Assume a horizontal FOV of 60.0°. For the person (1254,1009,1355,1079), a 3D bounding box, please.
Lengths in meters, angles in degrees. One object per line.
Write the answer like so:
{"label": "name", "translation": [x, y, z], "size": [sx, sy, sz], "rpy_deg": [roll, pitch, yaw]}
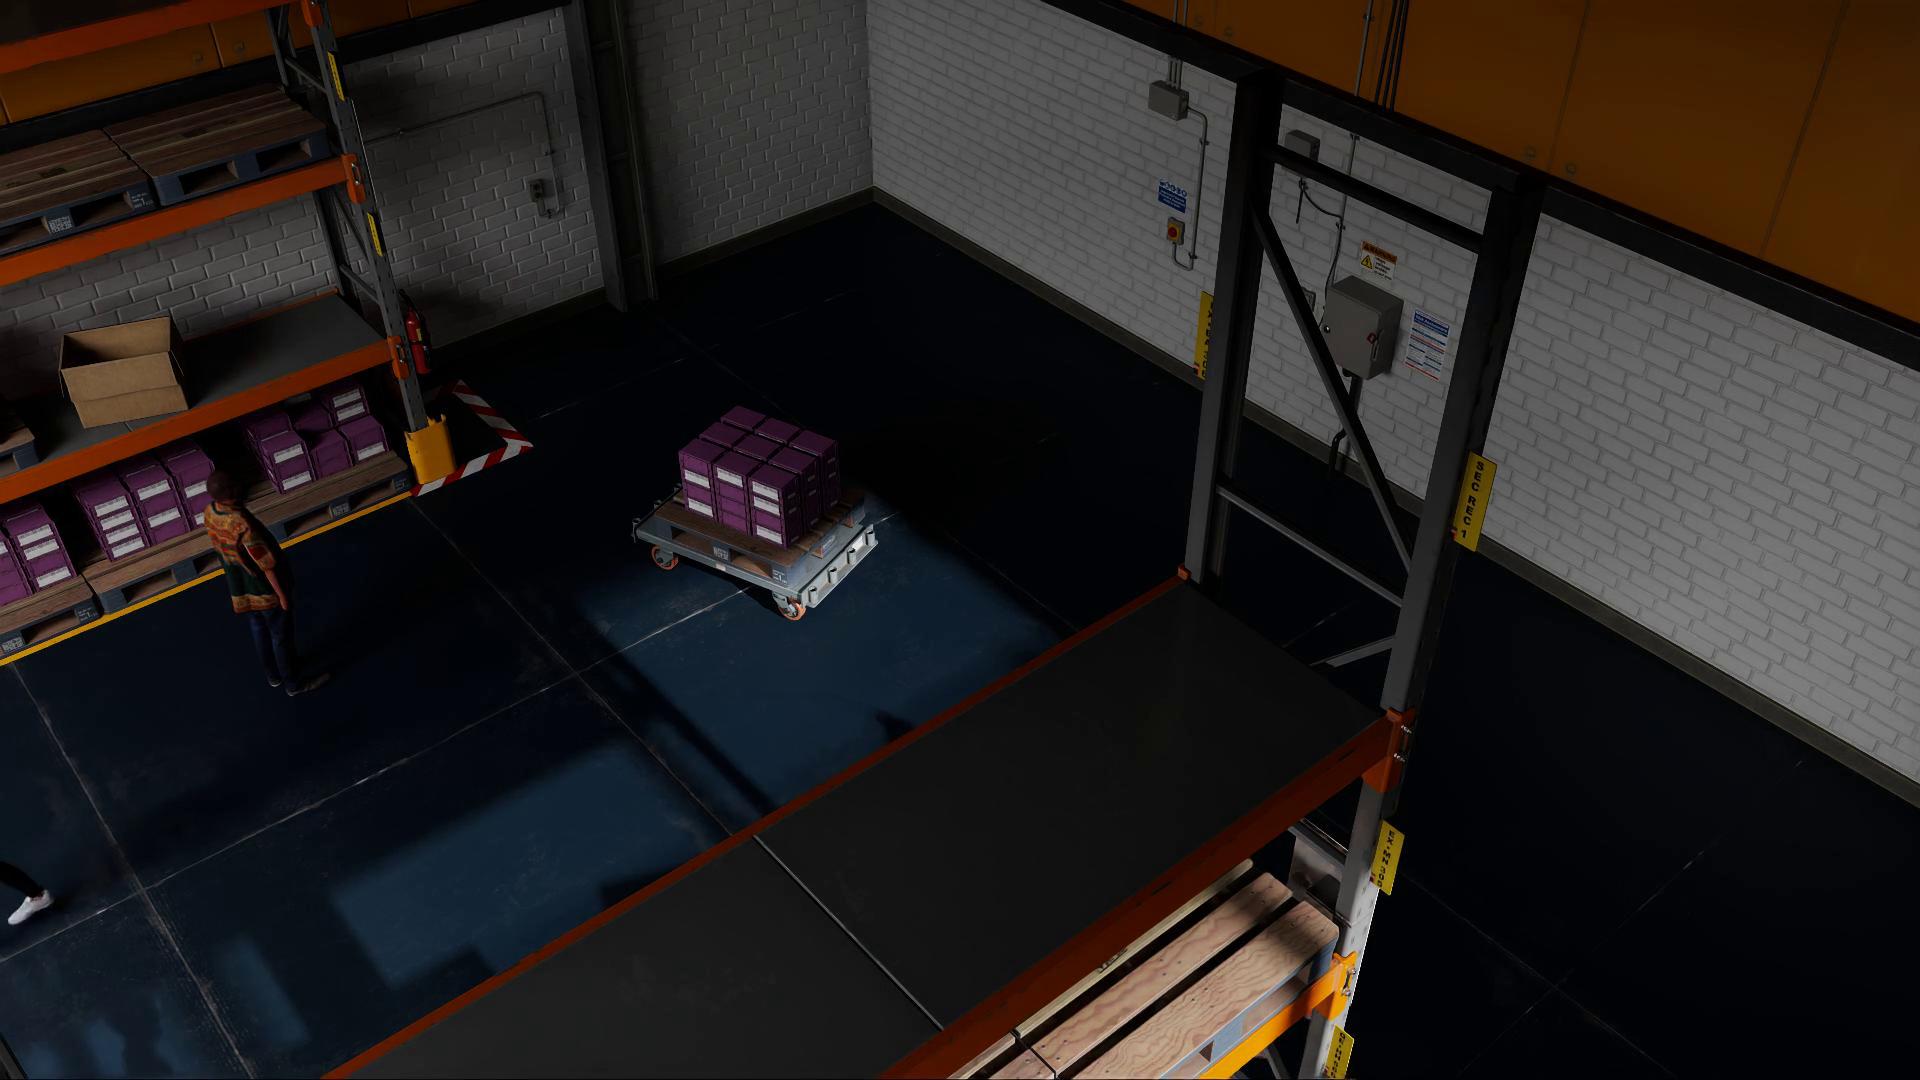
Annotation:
{"label": "person", "translation": [1.701, 2.202, 8.659], "size": [1.000, 1.760, 1.107], "rpy_deg": [15, 41, 18]}

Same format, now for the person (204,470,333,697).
{"label": "person", "translation": [-4.653, 0.285, 11.021], "size": [0.754, 1.808, 0.730], "rpy_deg": [26, 45, 29]}
